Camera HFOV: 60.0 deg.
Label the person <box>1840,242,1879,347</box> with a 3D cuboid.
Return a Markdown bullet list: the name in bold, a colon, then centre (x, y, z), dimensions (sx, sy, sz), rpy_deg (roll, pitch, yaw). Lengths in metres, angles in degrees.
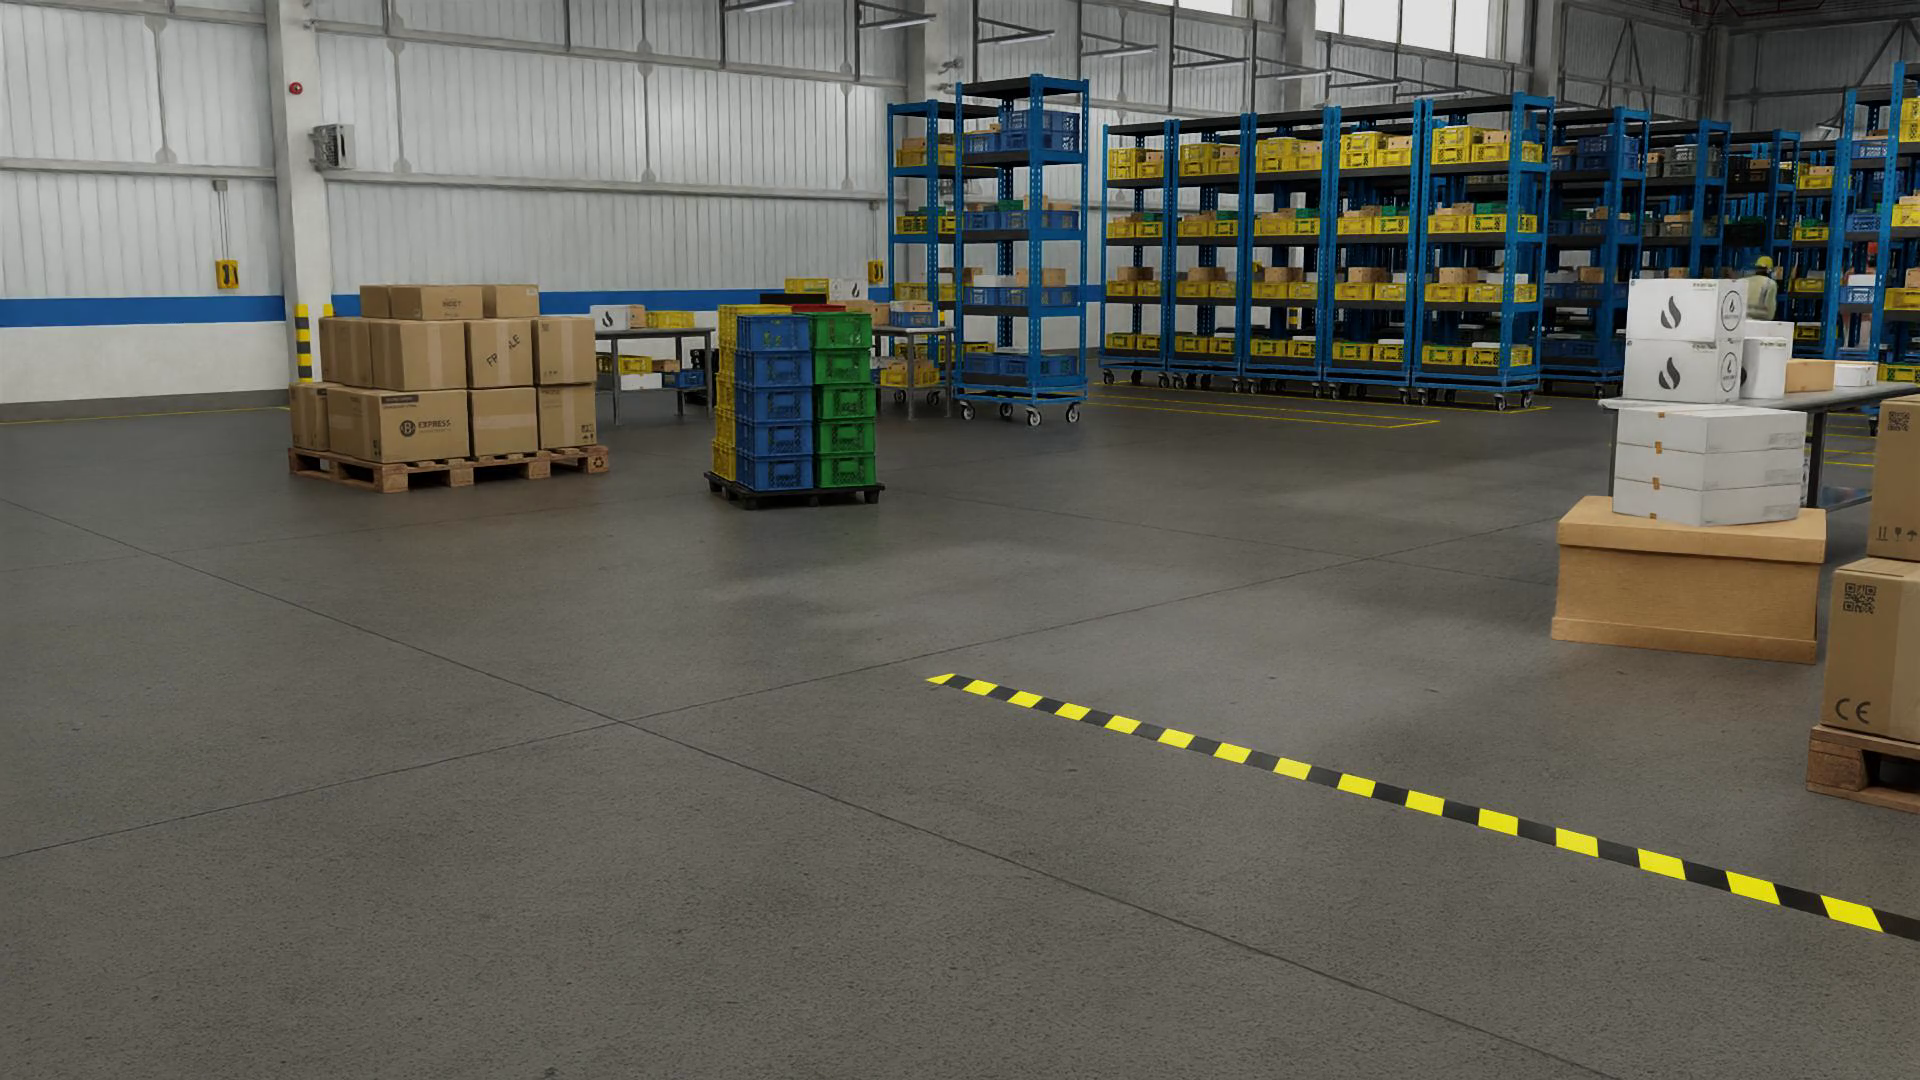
- **person**: centre (11.181, -2.721, 20.634), dimensions (0.390, 1.991, 0.624), rpy_deg (-1, 10, -7)

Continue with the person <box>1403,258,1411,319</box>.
- **person**: centre (8.814, -4.614, 32.517), dimensions (0.590, 1.830, 0.421), rpy_deg (1, 10, 9)

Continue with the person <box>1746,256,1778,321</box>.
- **person**: centre (10.899, -2.962, 22.696), dimensions (0.879, 1.779, 0.618), rpy_deg (-6, 11, -33)
